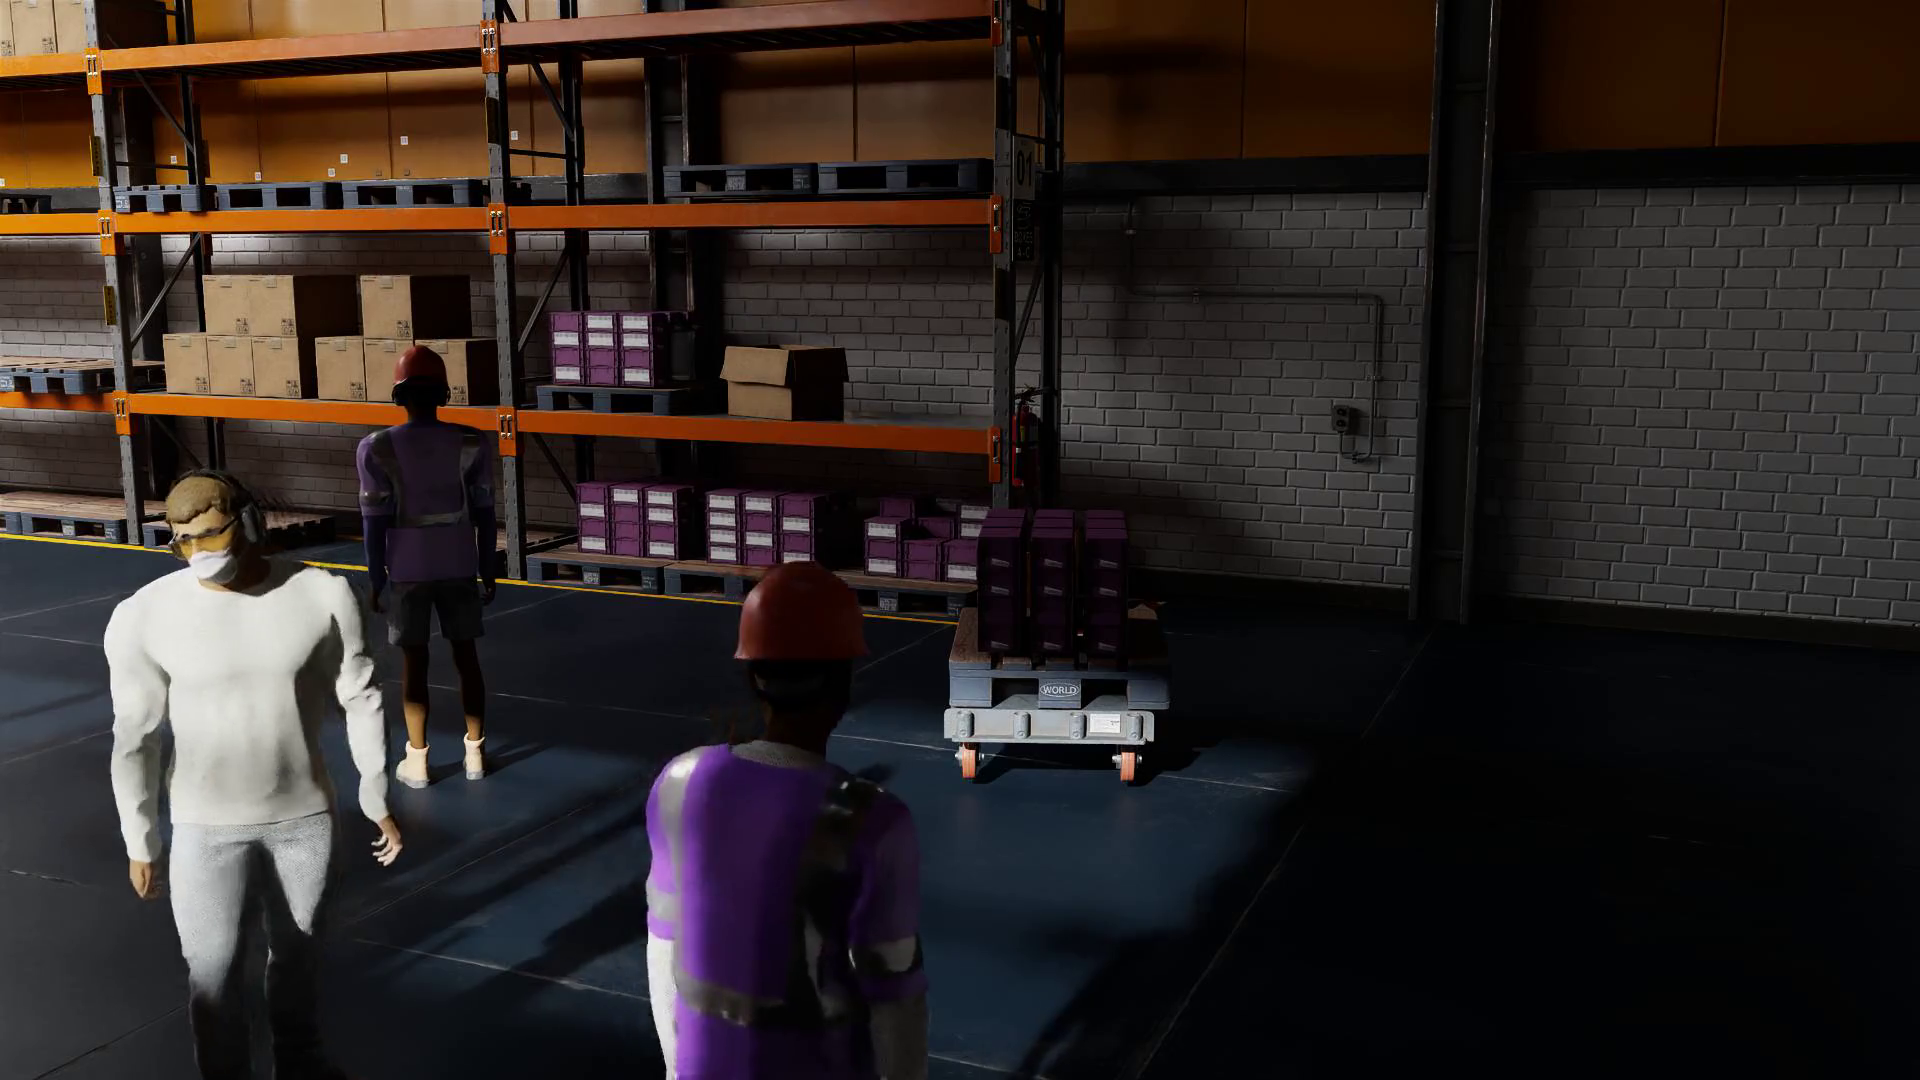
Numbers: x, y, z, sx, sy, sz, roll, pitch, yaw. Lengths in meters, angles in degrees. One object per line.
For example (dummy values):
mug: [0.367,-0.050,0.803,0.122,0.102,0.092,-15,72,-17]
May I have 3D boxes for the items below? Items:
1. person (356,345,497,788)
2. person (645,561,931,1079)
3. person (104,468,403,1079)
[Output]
person: [-2.452,0.127,7.704,0.608,2.044,0.371,-5,11,-28]
person: [-0.374,1.007,2.903,0.607,1.903,0.783,6,11,31]
person: [-1.888,0.738,4.473,0.677,1.910,0.483,-6,11,-34]
